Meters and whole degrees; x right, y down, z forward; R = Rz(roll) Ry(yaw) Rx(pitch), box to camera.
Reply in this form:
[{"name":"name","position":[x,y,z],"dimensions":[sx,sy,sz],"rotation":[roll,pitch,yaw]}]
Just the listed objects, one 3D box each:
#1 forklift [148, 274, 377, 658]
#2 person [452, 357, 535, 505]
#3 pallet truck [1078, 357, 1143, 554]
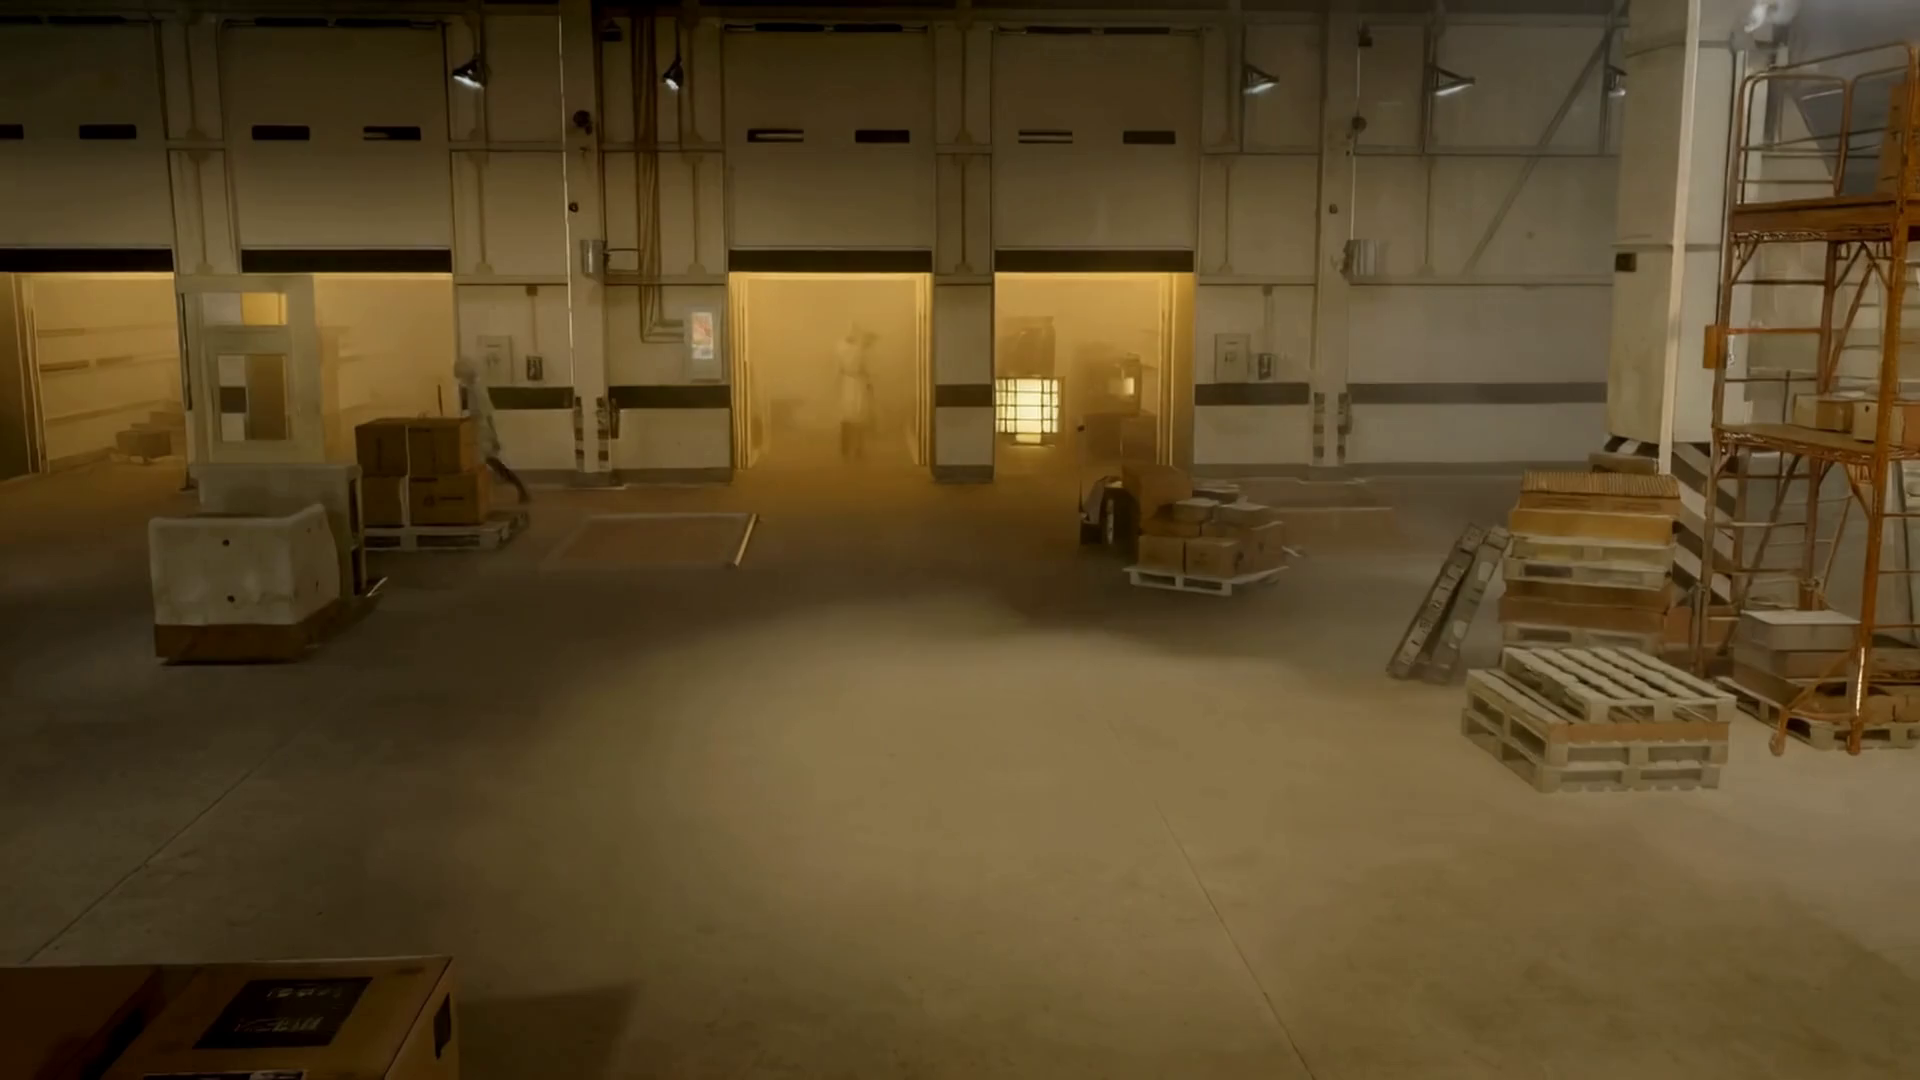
[{"name":"forklift","position":[-5.348,-0.627,12.681],"dimensions":[1.129,2.768,1.873],"rotation":[-1,9,-4]},{"name":"person","position":[-5.636,-1.270,19.963],"dimensions":[1.028,1.866,0.556],"rotation":[-4,10,-24]},{"name":"pallet truck","position":[2.088,-0.836,16.757],"dimensions":[1.885,1.965,0.823],"rotation":[2,9,13]}]
